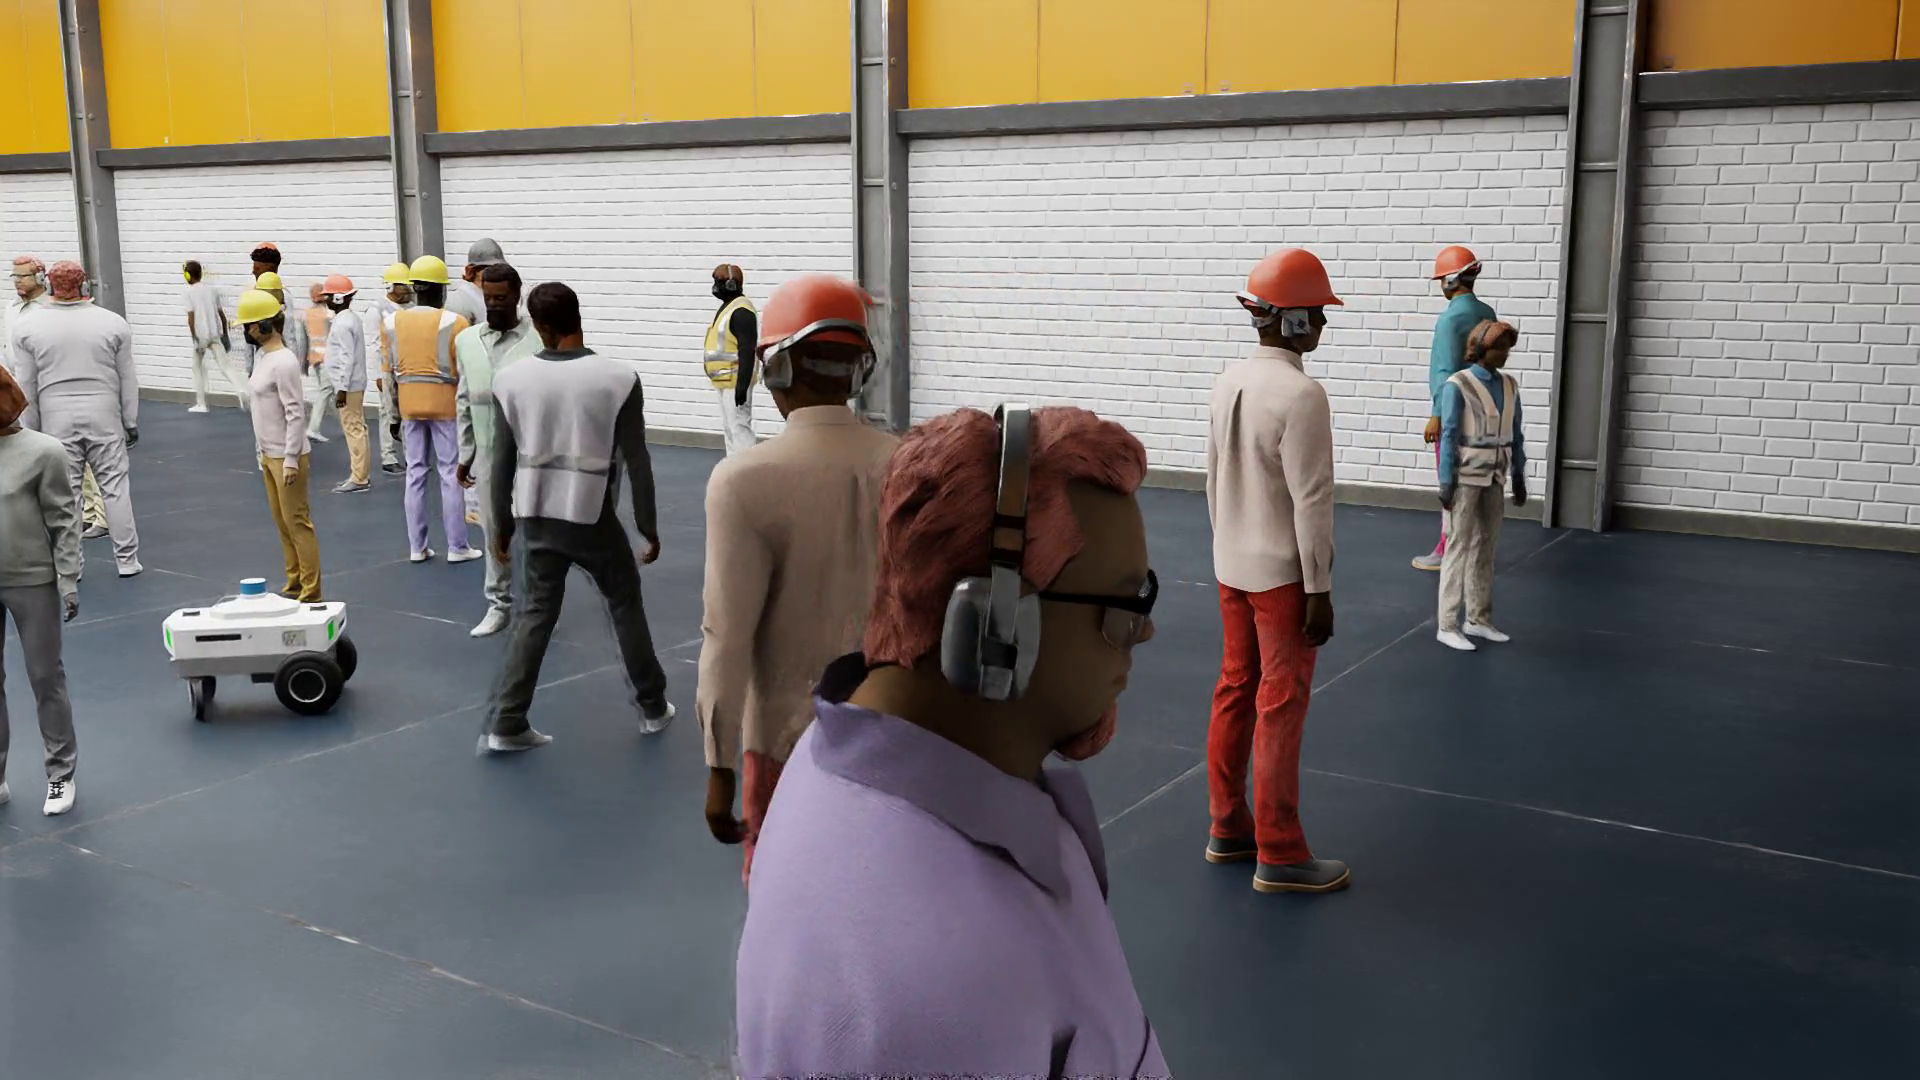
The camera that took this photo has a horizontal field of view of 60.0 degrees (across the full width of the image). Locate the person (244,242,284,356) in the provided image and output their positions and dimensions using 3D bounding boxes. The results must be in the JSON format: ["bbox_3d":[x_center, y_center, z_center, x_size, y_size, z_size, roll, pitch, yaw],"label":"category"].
[{"bbox_3d":[-7.074,-2.046,17.094,0.611,1.996,0.379,7,12,33],"label":"person"}]

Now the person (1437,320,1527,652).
[{"bbox_3d":[2.612,-0.277,8.317,0.534,1.632,0.370,-6,12,-32],"label":"person"}]

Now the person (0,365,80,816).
[{"bbox_3d":[-3.345,0.170,5.812,0.507,1.632,0.282,-1,10,-7],"label":"person"}]

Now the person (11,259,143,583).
[{"bbox_3d":[-5.223,-0.700,9.880,0.643,1.910,0.400,-5,12,-27],"label":"person"}]

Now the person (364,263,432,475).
[{"bbox_3d":[-4.851,-1.478,14.416,0.403,1.826,0.592,5,11,26],"label":"person"}]

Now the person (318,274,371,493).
[{"bbox_3d":[-4.957,-1.261,13.410,0.327,1.753,0.560,-2,10,-12],"label":"person"}]

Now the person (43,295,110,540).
[{"bbox_3d":[-5.988,-0.884,11.321,0.326,1.752,0.563,-9,13,-40],"label":"person"}]

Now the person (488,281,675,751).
[{"bbox_3d":[-1.536,-0.097,6.667,0.668,1.874,0.704,1,10,6],"label":"person"}]

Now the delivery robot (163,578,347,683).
[{"bbox_3d":[-3.052,0.409,7.221,0.707,0.478,0.477,-2,10,-12],"label":"delivery robot"}]

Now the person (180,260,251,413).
[{"bbox_3d":[-8.717,-2.364,19.410,0.971,1.812,0.548,7,12,35],"label":"person"}]

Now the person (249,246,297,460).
[{"bbox_3d":[-6.209,-1.669,15.084,0.366,1.965,0.607,-8,13,-38],"label":"person"}]

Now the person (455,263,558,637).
[{"bbox_3d":[-2.271,-0.443,8.465,0.593,1.910,0.385,3,11,15],"label":"person"}]

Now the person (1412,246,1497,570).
[{"bbox_3d":[3.037,-0.798,10.208,0.393,1.985,0.611,9,14,41],"label":"person"}]

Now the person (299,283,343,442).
[{"bbox_3d":[-6.425,-1.799,16.870,0.571,1.589,0.868,4,11,21],"label":"person"}]

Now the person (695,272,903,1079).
[{"bbox_3d":[-0.230,0.423,3.532,0.620,1.958,0.751,-9,14,-42],"label":"person"}]

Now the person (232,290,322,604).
[{"bbox_3d":[-3.653,-0.446,8.885,0.331,1.759,0.533,-7,13,-35],"label":"person"}]

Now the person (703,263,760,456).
[{"bbox_3d":[-1.772,-1.213,12.905,0.429,1.842,0.634,-4,11,-21],"label":"person"}]

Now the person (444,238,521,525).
[{"bbox_3d":[-3.334,-1.138,11.937,0.537,2.000,0.689,4,11,20],"label":"person"}]

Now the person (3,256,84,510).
[{"bbox_3d":[-6.796,-1.132,12.276,0.652,1.905,0.408,4,11,19],"label":"person"}]

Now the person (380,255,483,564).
[{"bbox_3d":[-3.302,-0.808,10.424,0.594,1.924,0.383,1,10,7],"label":"person"}]

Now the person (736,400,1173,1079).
[{"bbox_3d":[0.018,0.820,1.496,0.403,1.898,0.657,-1,10,-4],"label":"person"}]

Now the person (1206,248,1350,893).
[{"bbox_3d":[0.989,0.098,5.215,0.378,1.995,0.609,-4,11,-21],"label":"person"}]

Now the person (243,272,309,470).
[{"bbox_3d":[-6.054,-1.486,14.688,0.493,1.743,0.311,2,10,9],"label":"person"}]
